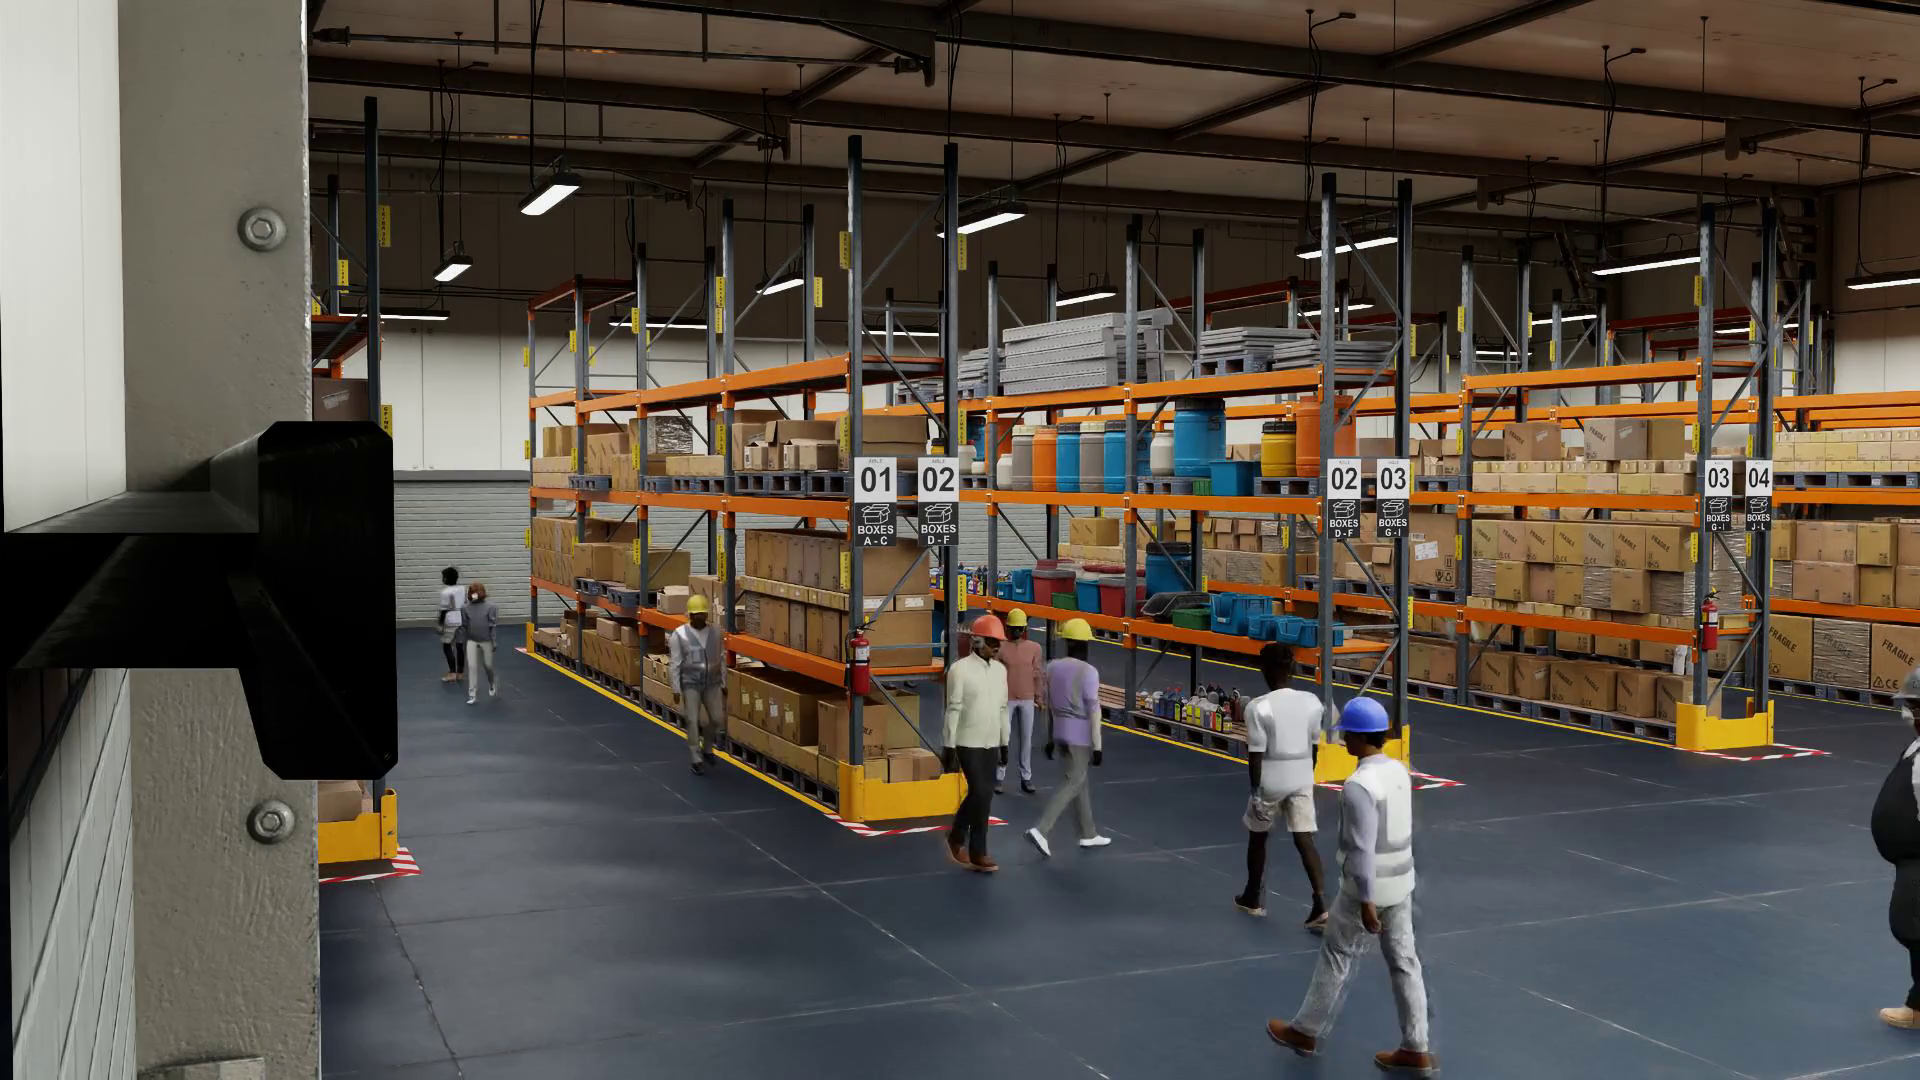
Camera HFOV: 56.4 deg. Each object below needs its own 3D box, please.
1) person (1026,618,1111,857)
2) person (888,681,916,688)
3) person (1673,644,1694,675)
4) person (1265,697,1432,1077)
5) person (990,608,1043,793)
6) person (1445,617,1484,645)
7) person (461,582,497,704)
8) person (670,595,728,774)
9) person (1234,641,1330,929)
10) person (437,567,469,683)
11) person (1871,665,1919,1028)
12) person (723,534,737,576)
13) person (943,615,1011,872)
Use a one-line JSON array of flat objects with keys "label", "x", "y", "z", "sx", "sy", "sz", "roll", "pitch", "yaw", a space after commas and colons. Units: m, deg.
[{"label": "person", "x": 0.872, "y": 1.574, "z": 14.401, "sx": 0.887, "sy": 1.900, "sz": 0.595, "roll": -2, "pitch": 3, "yaw": -36}, {"label": "person", "x": -0.818, "y": 1.214, "z": 25.415, "sx": 0.522, "sy": 1.769, "sz": 0.317, "roll": -1, "pitch": 2, "yaw": -26}, {"label": "person", "x": 9.950, "y": 1.194, "z": 24.431, "sx": 0.577, "sy": 1.883, "sz": 0.353, "roll": -1, "pitch": 2, "yaw": -25}, {"label": "person", "x": 2.039, "y": 1.762, "z": 9.290, "sx": 0.947, "sy": 1.904, "sz": 0.616, "roll": 2, "pitch": 3, "yaw": 43}, {"label": "person", "x": 0.538, "y": 1.532, "z": 17.141, "sx": 0.533, "sy": 1.765, "sz": 0.329, "roll": 0, "pitch": 2, "yaw": -10}, {"label": "person", "x": 8.347, "y": 0.981, "z": 29.788, "sx": 0.638, "sy": 1.910, "sz": 0.890, "roll": -1, "pitch": 2, "yaw": -23}, {"label": "person", "x": -6.385, "y": 1.347, "z": 23.864, "sx": 0.501, "sy": 1.615, "sz": 0.652, "roll": 0, "pitch": 2, "yaw": 0}, {"label": "person", "x": -2.651, "y": 1.463, "z": 18.219, "sx": 0.627, "sy": 1.819, "sz": 0.426, "roll": -1, "pitch": 2, "yaw": -28}, {"label": "person", "x": 2.215, "y": 1.647, "z": 12.174, "sx": 0.607, "sy": 1.926, "sz": 0.991, "roll": -1, "pitch": 2, "yaw": -17}, {"label": "person", "x": -7.325, "y": 1.236, "z": 26.006, "sx": 0.350, "sy": 1.683, "sz": 0.563, "roll": 1, "pitch": 2, "yaw": 29}, {"label": "person", "x": 5.285, "y": 1.699, "z": 9.785, "sx": 0.560, "sy": 2.000, "sz": 0.696, "roll": 1, "pitch": 2, "yaw": 22}, {"label": "person", "x": -4.530, "y": 0.787, "z": 35.369, "sx": 0.315, "sy": 1.860, "sz": 0.508, "roll": -2, "pitch": 3, "yaw": -37}, {"label": "person", "x": 0.157, "y": 1.558, "z": 13.733, "sx": 0.639, "sy": 1.976, "sz": 0.432, "roll": -2, "pitch": 3, "yaw": -44}]
